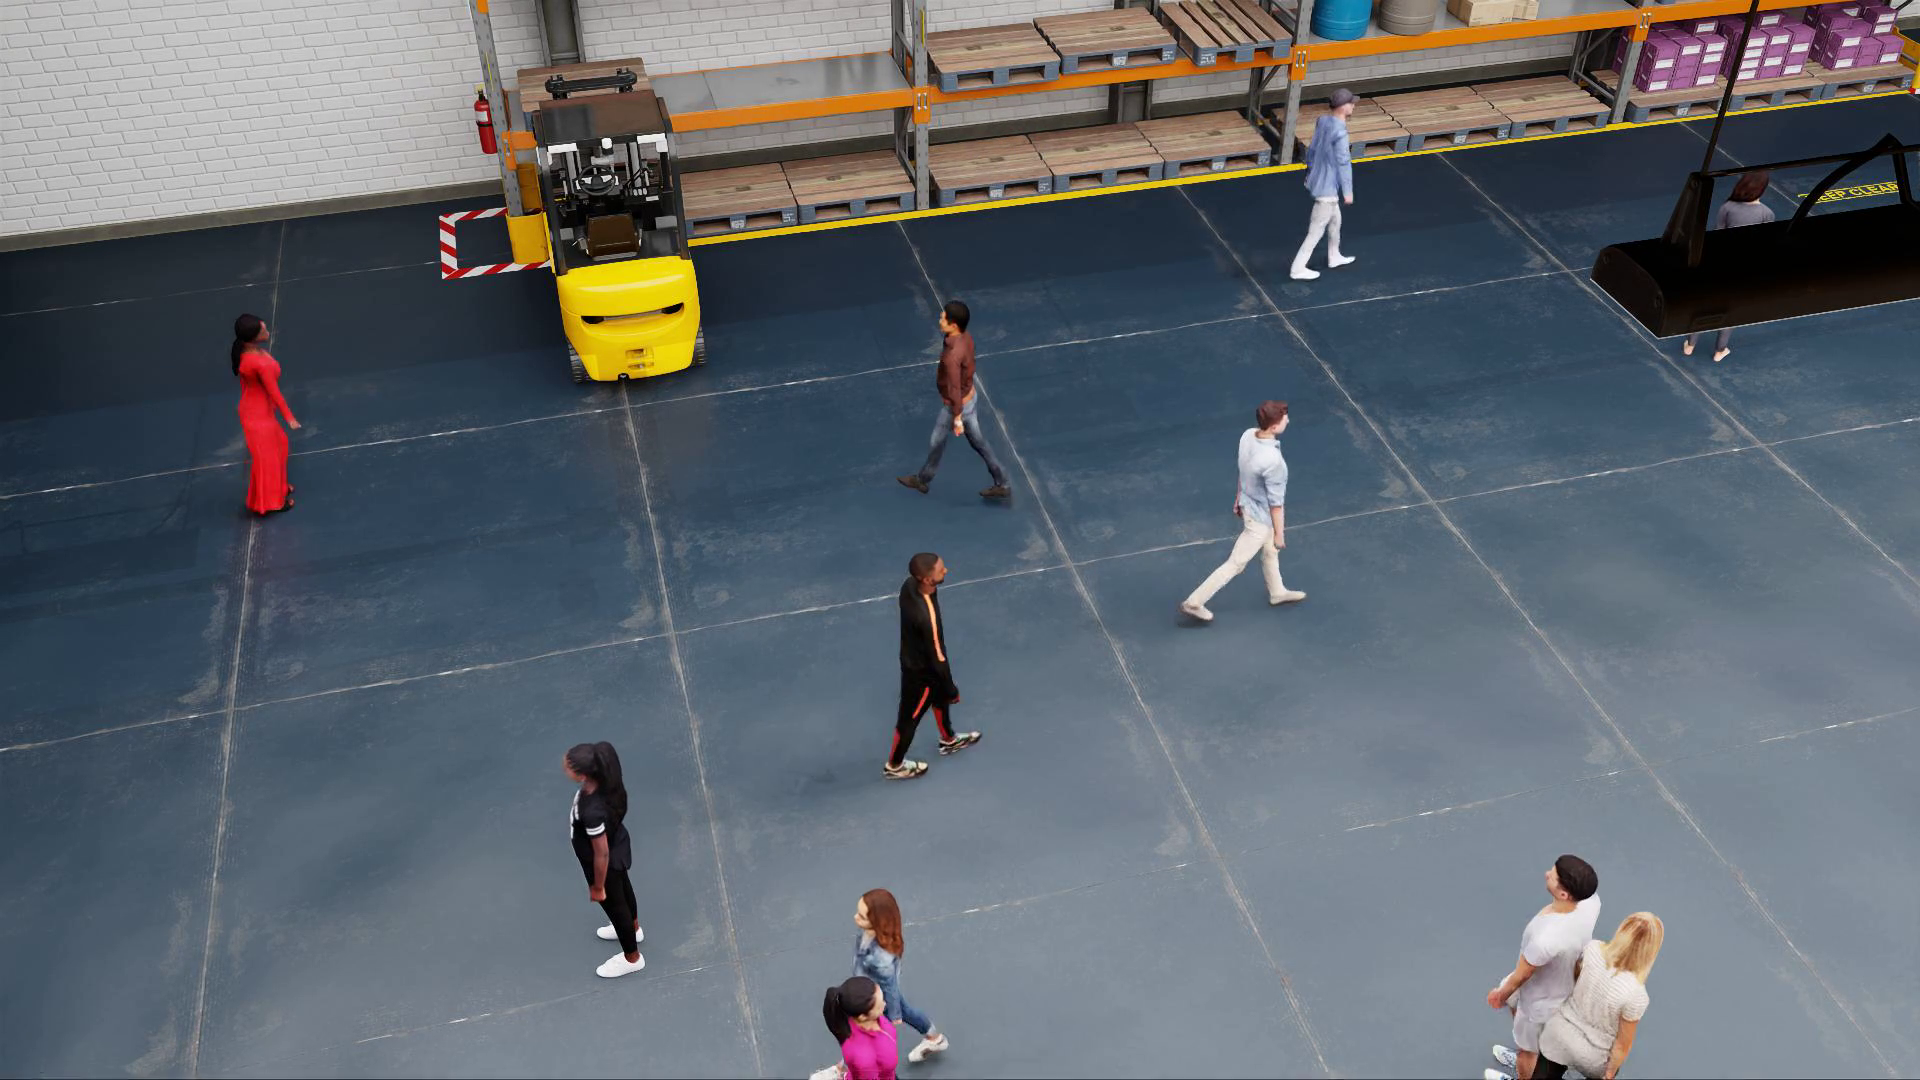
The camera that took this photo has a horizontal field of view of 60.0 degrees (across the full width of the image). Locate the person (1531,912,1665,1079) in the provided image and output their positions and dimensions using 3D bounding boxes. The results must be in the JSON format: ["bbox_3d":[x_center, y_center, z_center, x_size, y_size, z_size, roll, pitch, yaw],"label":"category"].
[{"bbox_3d":[2.994,2.539,8.165,1.261,1.765,0.898,-24,44,-27],"label":"person"}]

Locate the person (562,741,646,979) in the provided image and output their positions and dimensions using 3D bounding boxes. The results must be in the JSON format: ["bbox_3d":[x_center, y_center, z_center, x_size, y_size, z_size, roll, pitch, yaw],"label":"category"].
[{"bbox_3d":[-1.957,1.742,9.182,0.615,1.743,0.644,-4,39,-4],"label":"person"}]

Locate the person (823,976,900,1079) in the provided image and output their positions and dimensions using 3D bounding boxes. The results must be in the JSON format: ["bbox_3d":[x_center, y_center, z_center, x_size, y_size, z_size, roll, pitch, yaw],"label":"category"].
[{"bbox_3d":[-0.543,2.697,8.061,1.181,1.660,0.739,-3,39,-3],"label":"person"}]

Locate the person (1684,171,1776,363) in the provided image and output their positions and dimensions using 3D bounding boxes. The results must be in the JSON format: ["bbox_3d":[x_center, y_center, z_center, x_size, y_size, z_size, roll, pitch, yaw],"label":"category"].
[{"bbox_3d":[6.635,-2.363,14.301,0.678,1.768,0.744,19,42,22],"label":"person"}]

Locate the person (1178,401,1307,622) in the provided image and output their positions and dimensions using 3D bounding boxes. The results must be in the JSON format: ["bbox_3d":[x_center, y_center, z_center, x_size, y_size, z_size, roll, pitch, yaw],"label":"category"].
[{"bbox_3d":[1.968,-0.159,11.506,1.228,1.813,0.711,-7,39,-8],"label":"person"}]

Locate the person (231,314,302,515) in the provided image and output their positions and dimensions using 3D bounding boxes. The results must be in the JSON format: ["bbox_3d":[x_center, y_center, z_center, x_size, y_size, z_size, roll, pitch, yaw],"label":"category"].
[{"bbox_3d":[-5.309,-0.912,12.505,0.870,1.752,0.890,28,46,30],"label":"person"}]

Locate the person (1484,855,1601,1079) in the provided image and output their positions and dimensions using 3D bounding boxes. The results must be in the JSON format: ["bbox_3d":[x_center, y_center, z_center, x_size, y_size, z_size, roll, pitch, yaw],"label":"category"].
[{"bbox_3d":[3.035,2.312,8.389,0.858,1.840,0.770,30,47,32],"label":"person"}]

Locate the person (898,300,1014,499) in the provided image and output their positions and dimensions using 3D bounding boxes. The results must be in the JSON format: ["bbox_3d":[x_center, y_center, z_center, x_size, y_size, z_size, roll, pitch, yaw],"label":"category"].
[{"bbox_3d":[0.079,-1.005,12.626,1.265,1.738,1.044,9,39,11],"label":"person"}]

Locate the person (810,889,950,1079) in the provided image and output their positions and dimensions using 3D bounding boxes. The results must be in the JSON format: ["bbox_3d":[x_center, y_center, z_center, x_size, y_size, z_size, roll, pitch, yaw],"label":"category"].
[{"bbox_3d":[-0.351,2.323,8.688,0.994,1.451,0.587,-9,39,-11],"label":"person"}]

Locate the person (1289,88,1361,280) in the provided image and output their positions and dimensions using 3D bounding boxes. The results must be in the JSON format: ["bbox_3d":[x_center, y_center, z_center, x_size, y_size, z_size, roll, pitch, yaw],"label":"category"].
[{"bbox_3d":[3.294,-3.243,15.327,0.953,1.863,0.717,-4,39,-5],"label":"person"}]

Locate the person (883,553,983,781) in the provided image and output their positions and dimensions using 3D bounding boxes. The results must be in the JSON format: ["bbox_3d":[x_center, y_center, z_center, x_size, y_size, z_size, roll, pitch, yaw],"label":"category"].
[{"bbox_3d":[-0.325,0.811,10.318,0.904,1.780,0.634,-10,40,-12],"label":"person"}]
